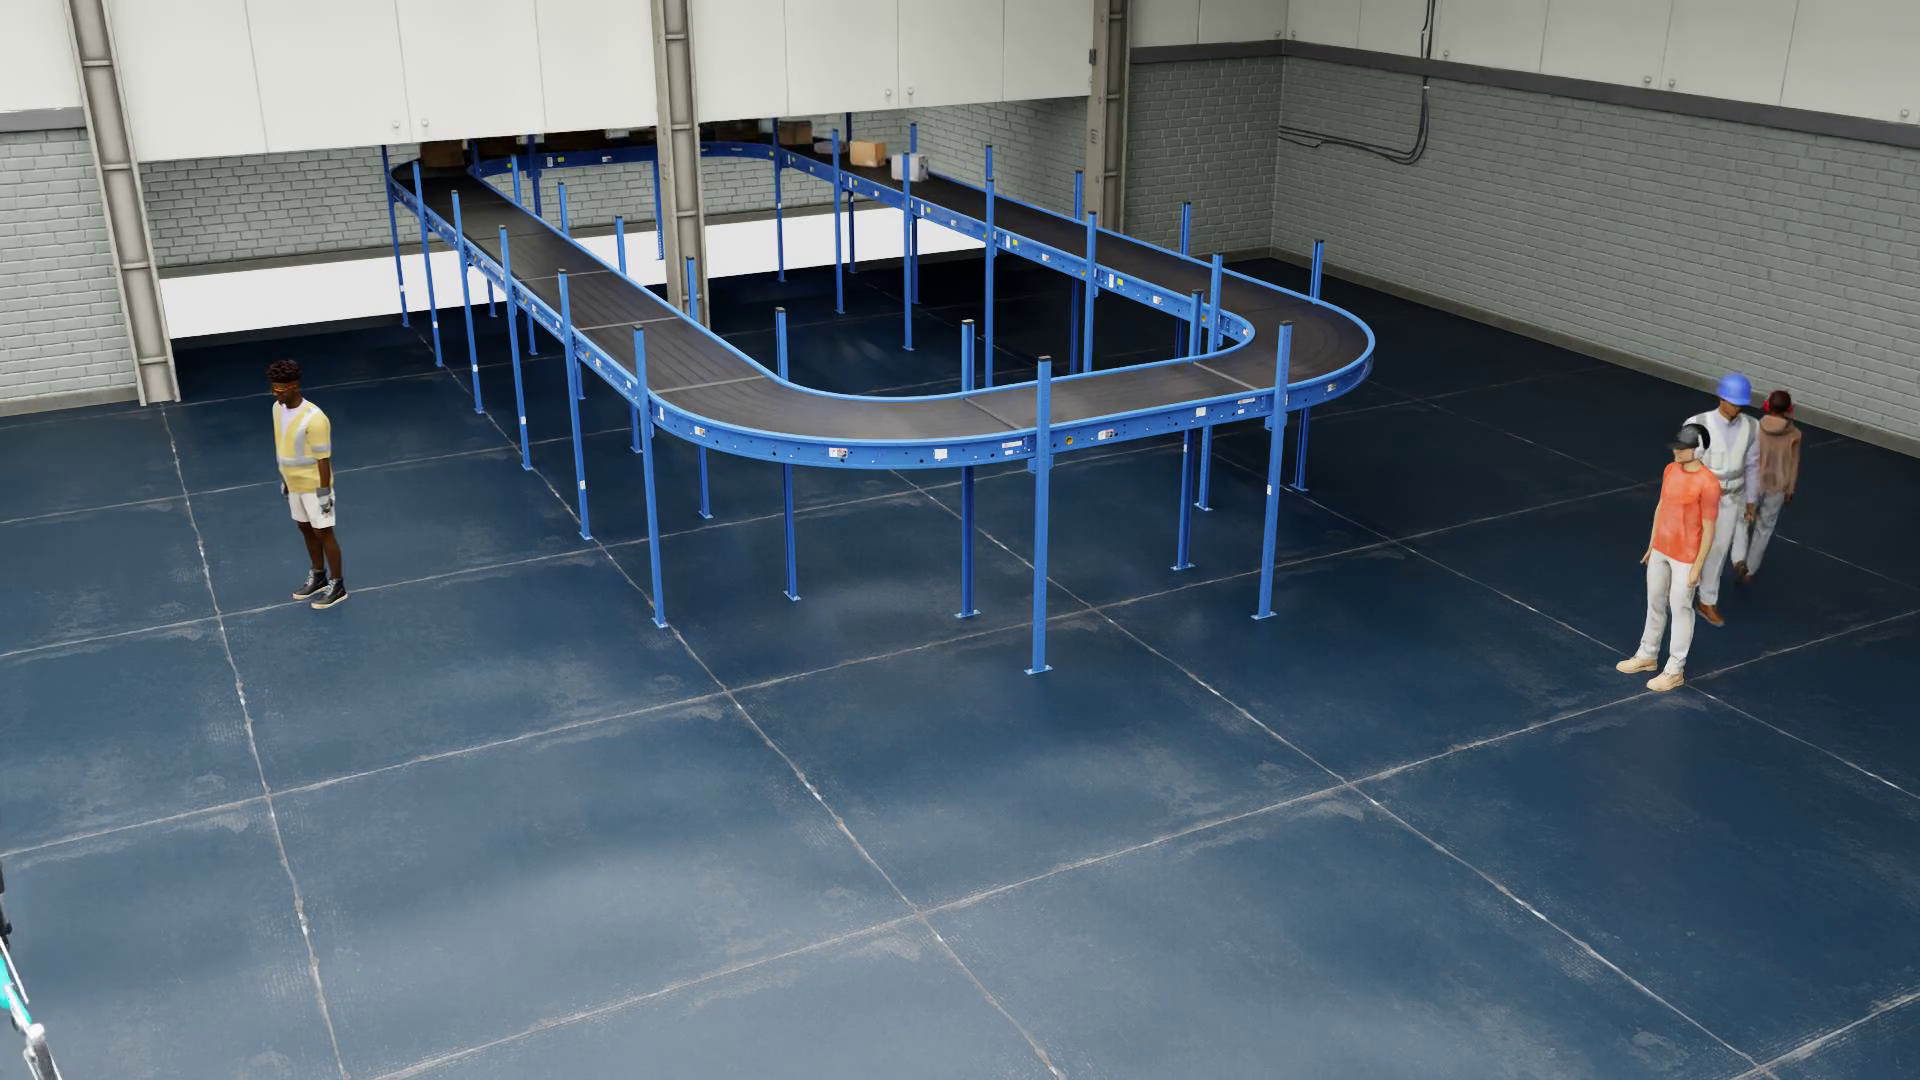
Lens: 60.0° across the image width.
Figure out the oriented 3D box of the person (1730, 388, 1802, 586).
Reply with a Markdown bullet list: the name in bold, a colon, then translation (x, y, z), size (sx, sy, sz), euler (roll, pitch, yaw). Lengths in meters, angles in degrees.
- **person**: translation (6.277, -0.388, 13.009), size (0.475, 1.639, 0.539), euler (8, 23, 19)

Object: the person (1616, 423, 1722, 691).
- **person**: translation (4.886, 0.111, 11.414), size (0.401, 1.910, 0.483), euler (-8, 23, -19)

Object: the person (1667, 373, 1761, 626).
- **person**: translation (5.635, -0.311, 12.415), size (0.630, 1.937, 0.471), euler (-2, 22, -6)

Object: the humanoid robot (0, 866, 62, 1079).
- **humanoid robot**: translation (-4.271, 1.885, 7.290), size (0.930, 1.786, 0.554), euler (15, 27, 33)

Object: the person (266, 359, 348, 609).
- **person**: translation (-4.999, -0.441, 12.717), size (0.601, 1.958, 0.376), euler (16, 27, 35)
